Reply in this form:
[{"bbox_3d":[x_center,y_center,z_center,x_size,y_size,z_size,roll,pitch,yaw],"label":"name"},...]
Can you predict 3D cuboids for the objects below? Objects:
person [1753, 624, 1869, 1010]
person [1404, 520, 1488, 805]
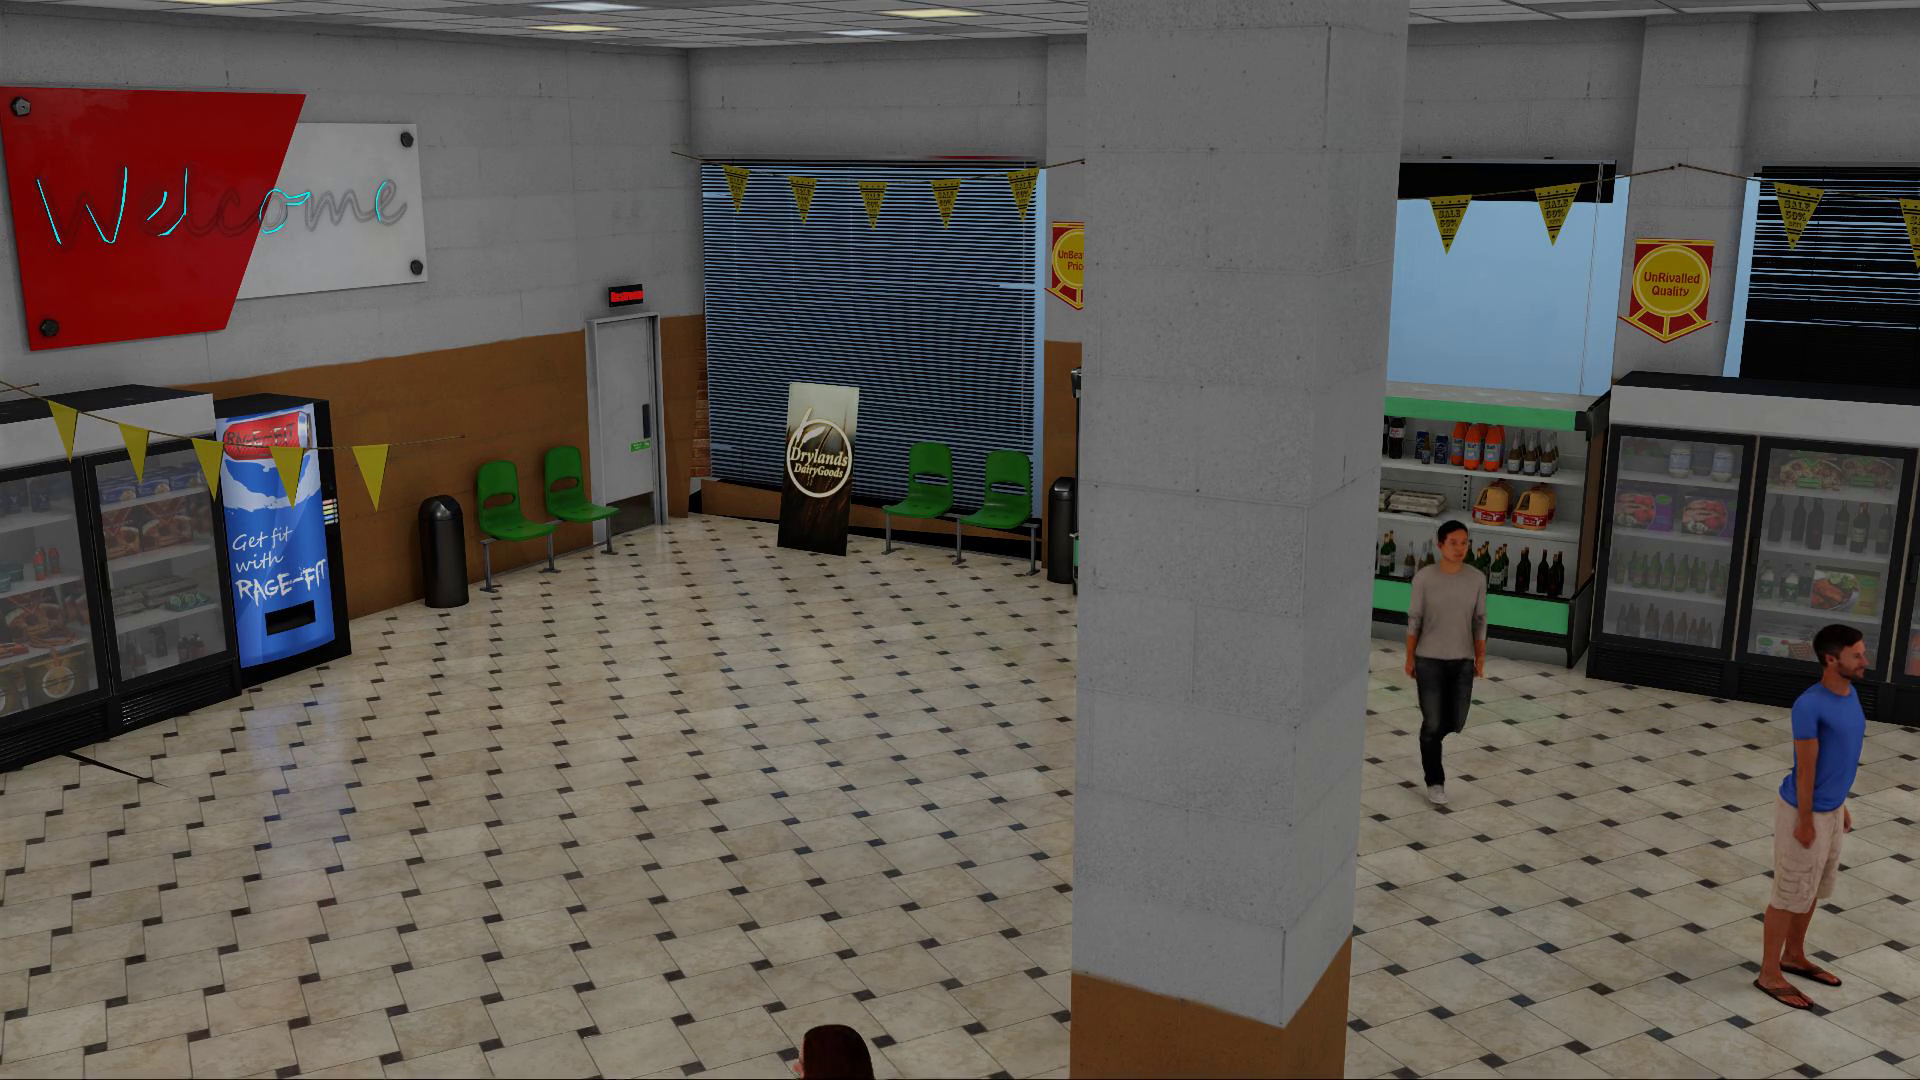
[{"bbox_3d":[4.146,1.300,8.088,0.729,1.863,0.697,-11,17,-38],"label":"person"},{"bbox_3d":[3.048,0.734,10.560,1.013,1.797,0.989,0,14,1],"label":"person"}]
